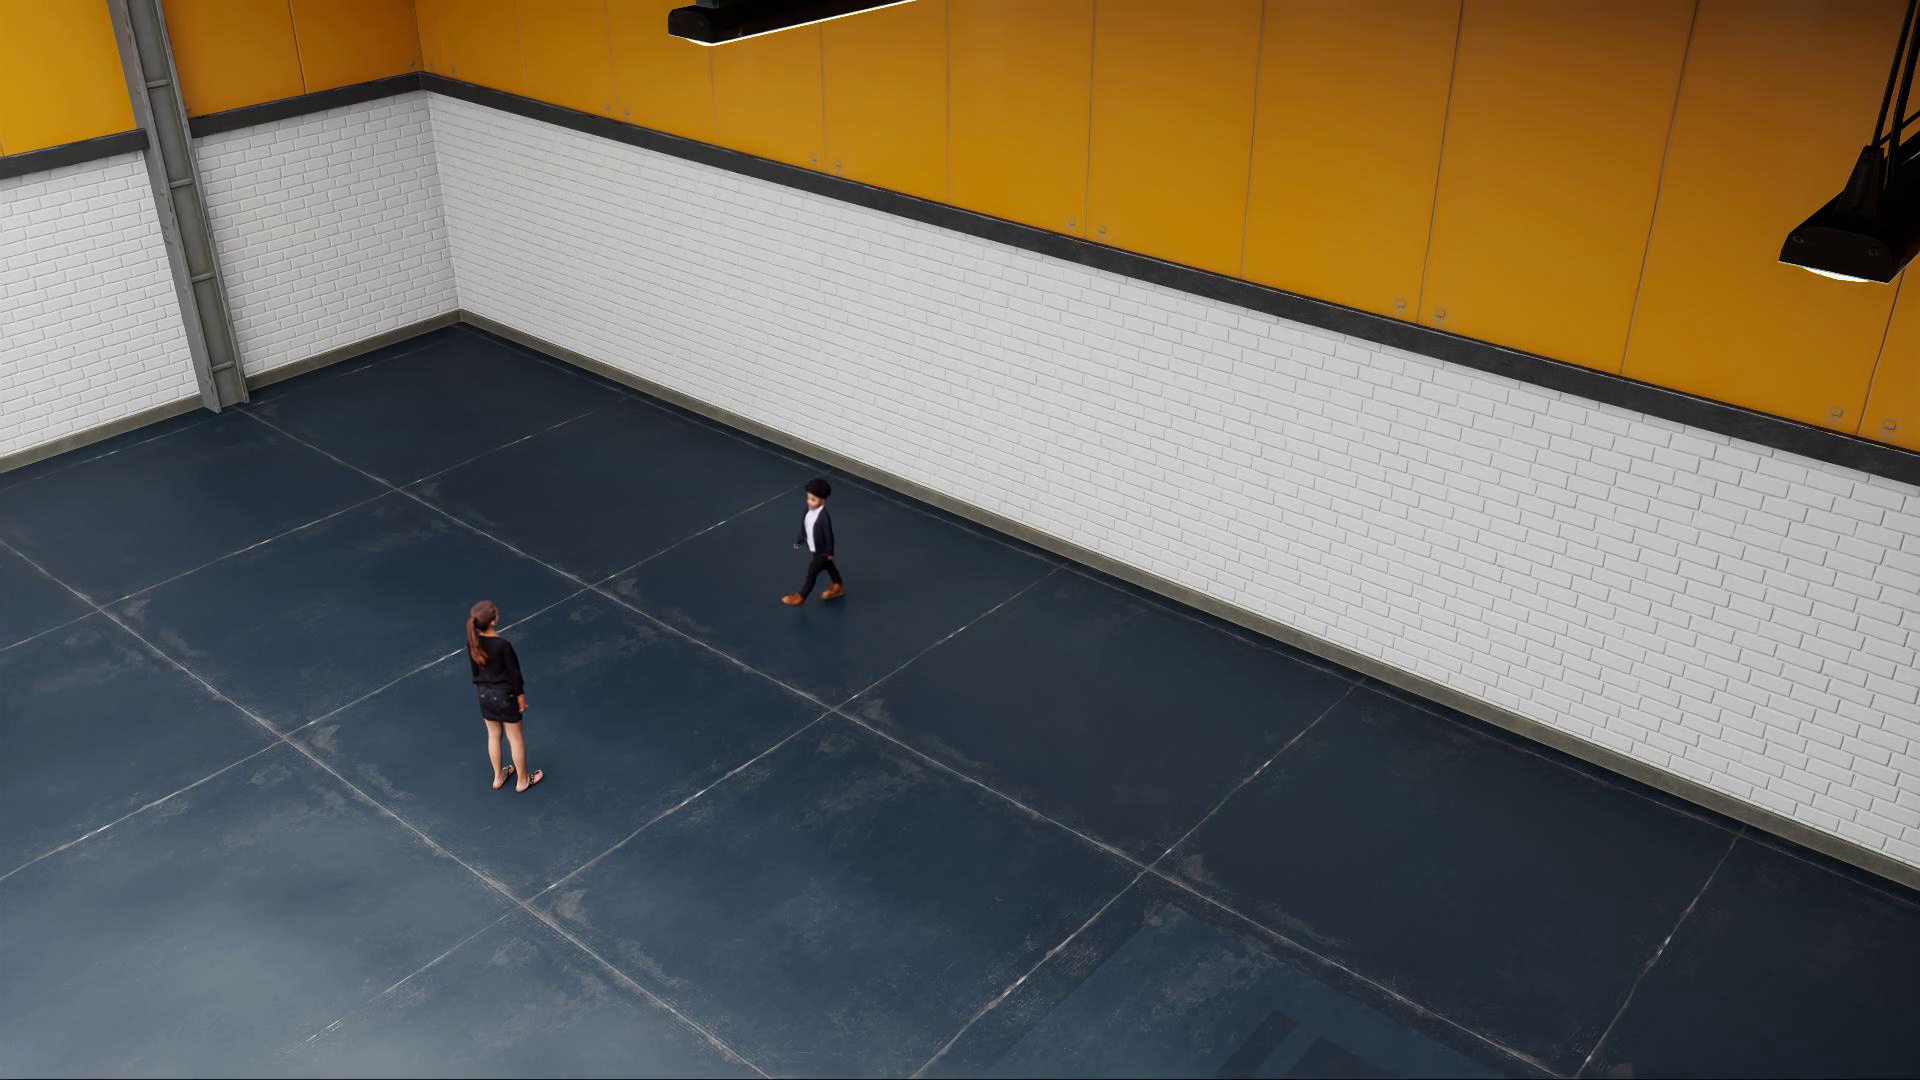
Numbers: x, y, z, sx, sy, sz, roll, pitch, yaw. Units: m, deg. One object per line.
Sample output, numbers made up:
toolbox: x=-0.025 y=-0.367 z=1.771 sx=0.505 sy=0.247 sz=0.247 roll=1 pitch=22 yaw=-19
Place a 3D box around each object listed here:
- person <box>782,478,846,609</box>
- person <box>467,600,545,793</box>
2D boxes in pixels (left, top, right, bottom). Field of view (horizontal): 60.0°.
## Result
person: x=-1.150 y=0.016 z=14.330 sx=0.906 sy=1.191 sz=0.712 roll=-13 pitch=31 yaw=-22
person: x=-3.314 y=1.112 z=11.941 sx=0.618 sy=1.555 sz=0.643 roll=9 pitch=30 yaw=17
